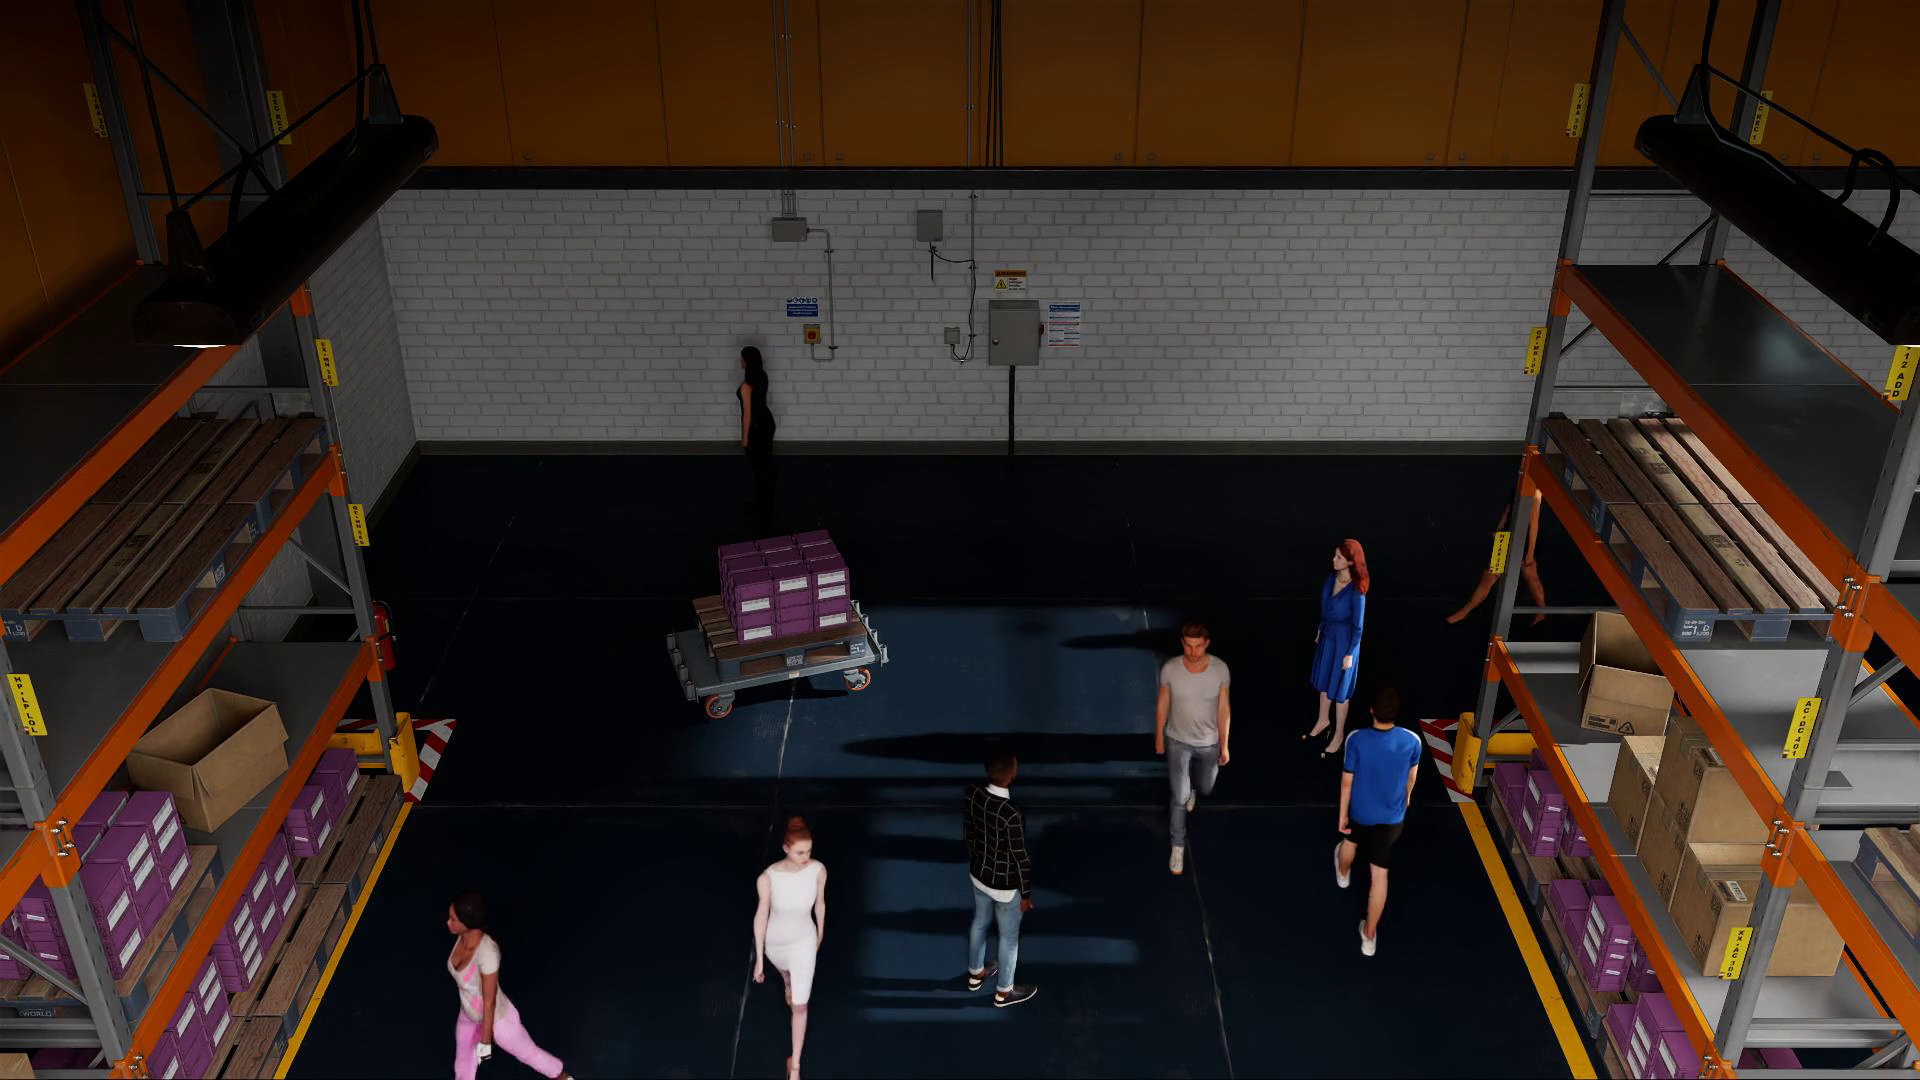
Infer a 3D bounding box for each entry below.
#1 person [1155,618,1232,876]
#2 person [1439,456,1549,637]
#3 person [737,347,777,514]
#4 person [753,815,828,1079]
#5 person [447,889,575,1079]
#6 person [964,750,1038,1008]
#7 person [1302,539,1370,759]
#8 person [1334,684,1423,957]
[{"bbox_3d":[1.609,1.326,11.456,0.660,1.874,1.057,1,29,2],"label":"person"},{"bbox_3d":[4.748,0.077,13.839,0.744,1.785,1.087,4,29,7],"label":"person"},{"bbox_3d":[-1.955,-1.071,16.044,0.725,1.688,0.619,12,31,21],"label":"person"},{"bbox_3d":[-1.003,2.319,9.784,0.651,1.732,1.153,-2,29,-4],"label":"person"},{"bbox_3d":[-2.527,2.633,9.251,1.134,1.691,1.161,-21,35,-33],"label":"person"},{"bbox_3d":[0.217,2.059,10.167,0.794,1.821,0.729,-25,37,-37],"label":"person"},{"bbox_3d":[2.836,0.805,12.459,0.742,1.828,0.613,-9,30,-17],"label":"person"},{"bbox_3d":[2.670,1.799,10.644,0.780,1.821,1.256,4,29,8],"label":"person"}]
